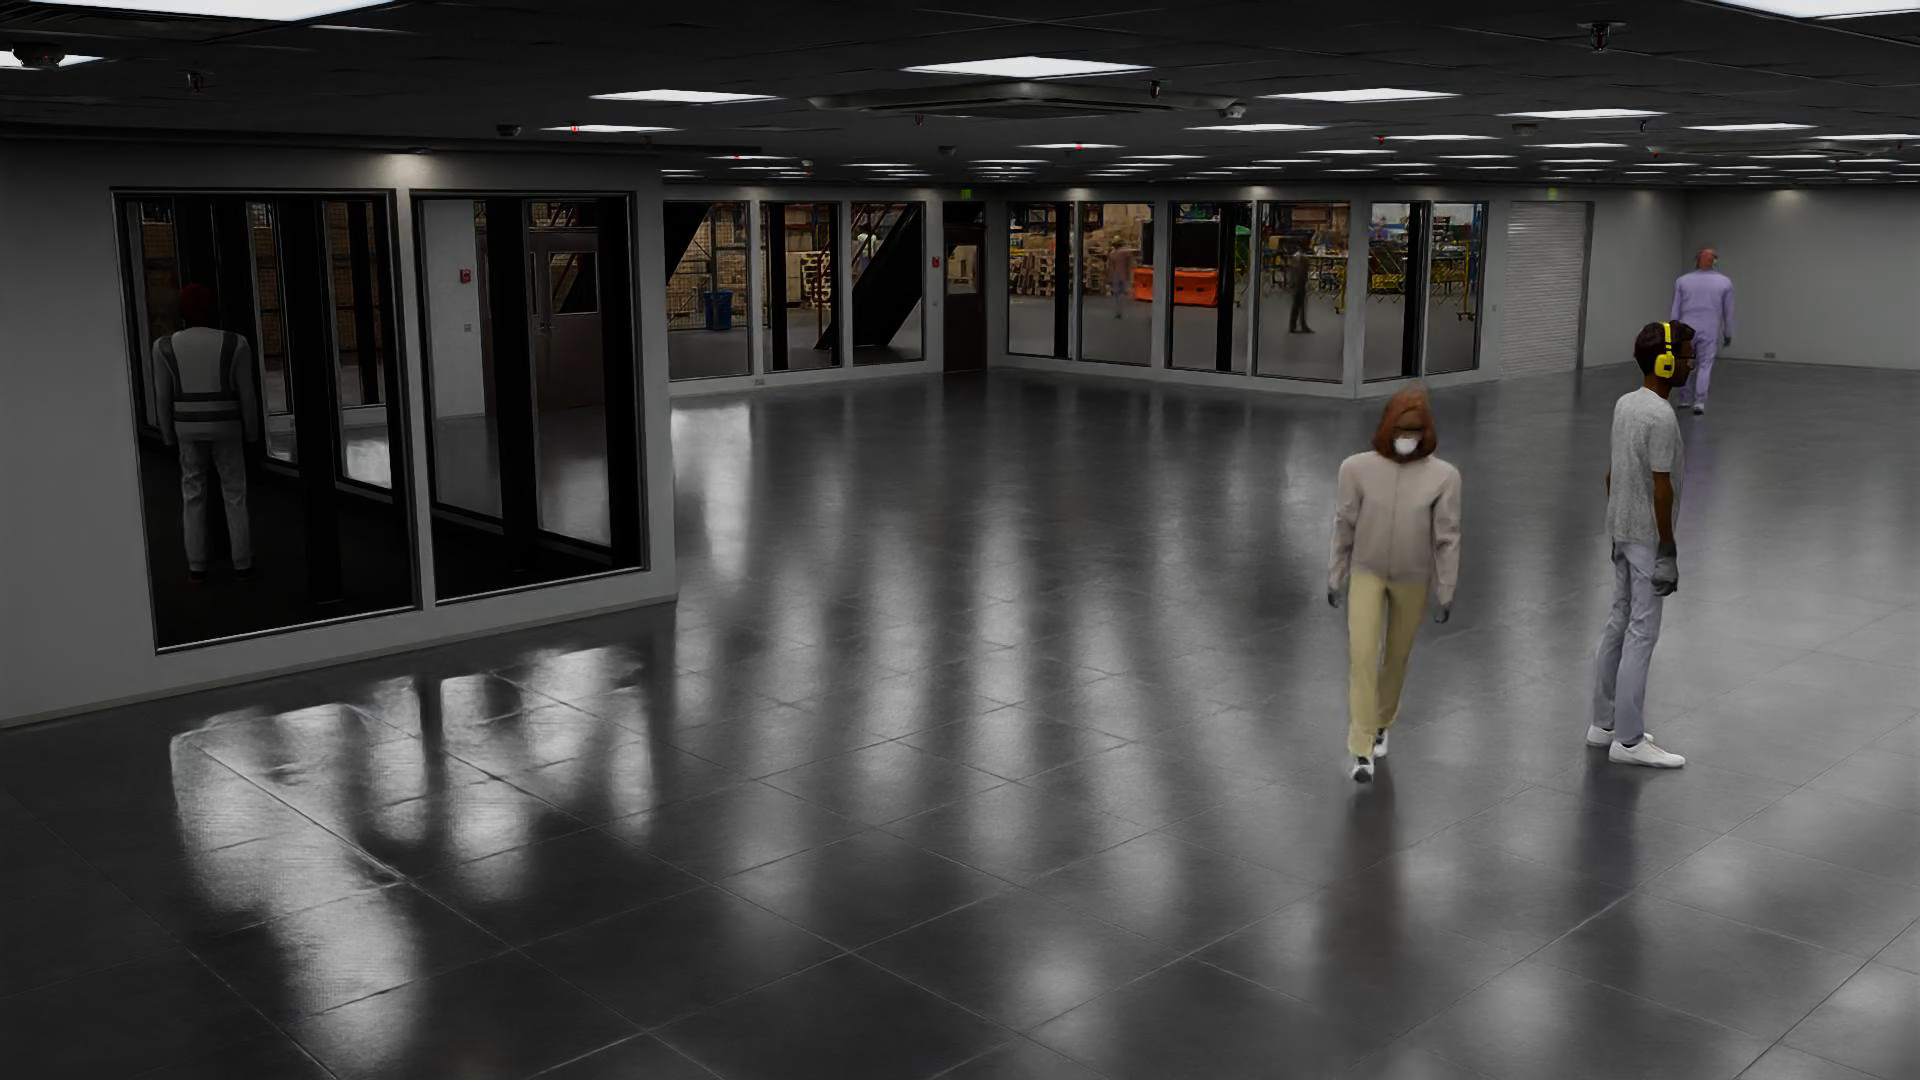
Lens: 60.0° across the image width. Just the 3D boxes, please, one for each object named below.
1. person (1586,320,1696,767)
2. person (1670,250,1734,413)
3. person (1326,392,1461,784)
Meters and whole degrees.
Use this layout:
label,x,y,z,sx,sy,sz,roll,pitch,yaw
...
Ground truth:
label,x,y,z,sx,sy,sz,roll,pitch,yaw
person,2.890,0.014,6.997,0.316,1.870,0.531,0,11,0
person,8.521,-2.399,19.128,0.669,1.859,1.006,5,13,25
person,1.760,0.195,6.773,0.514,1.579,0.871,2,11,11
